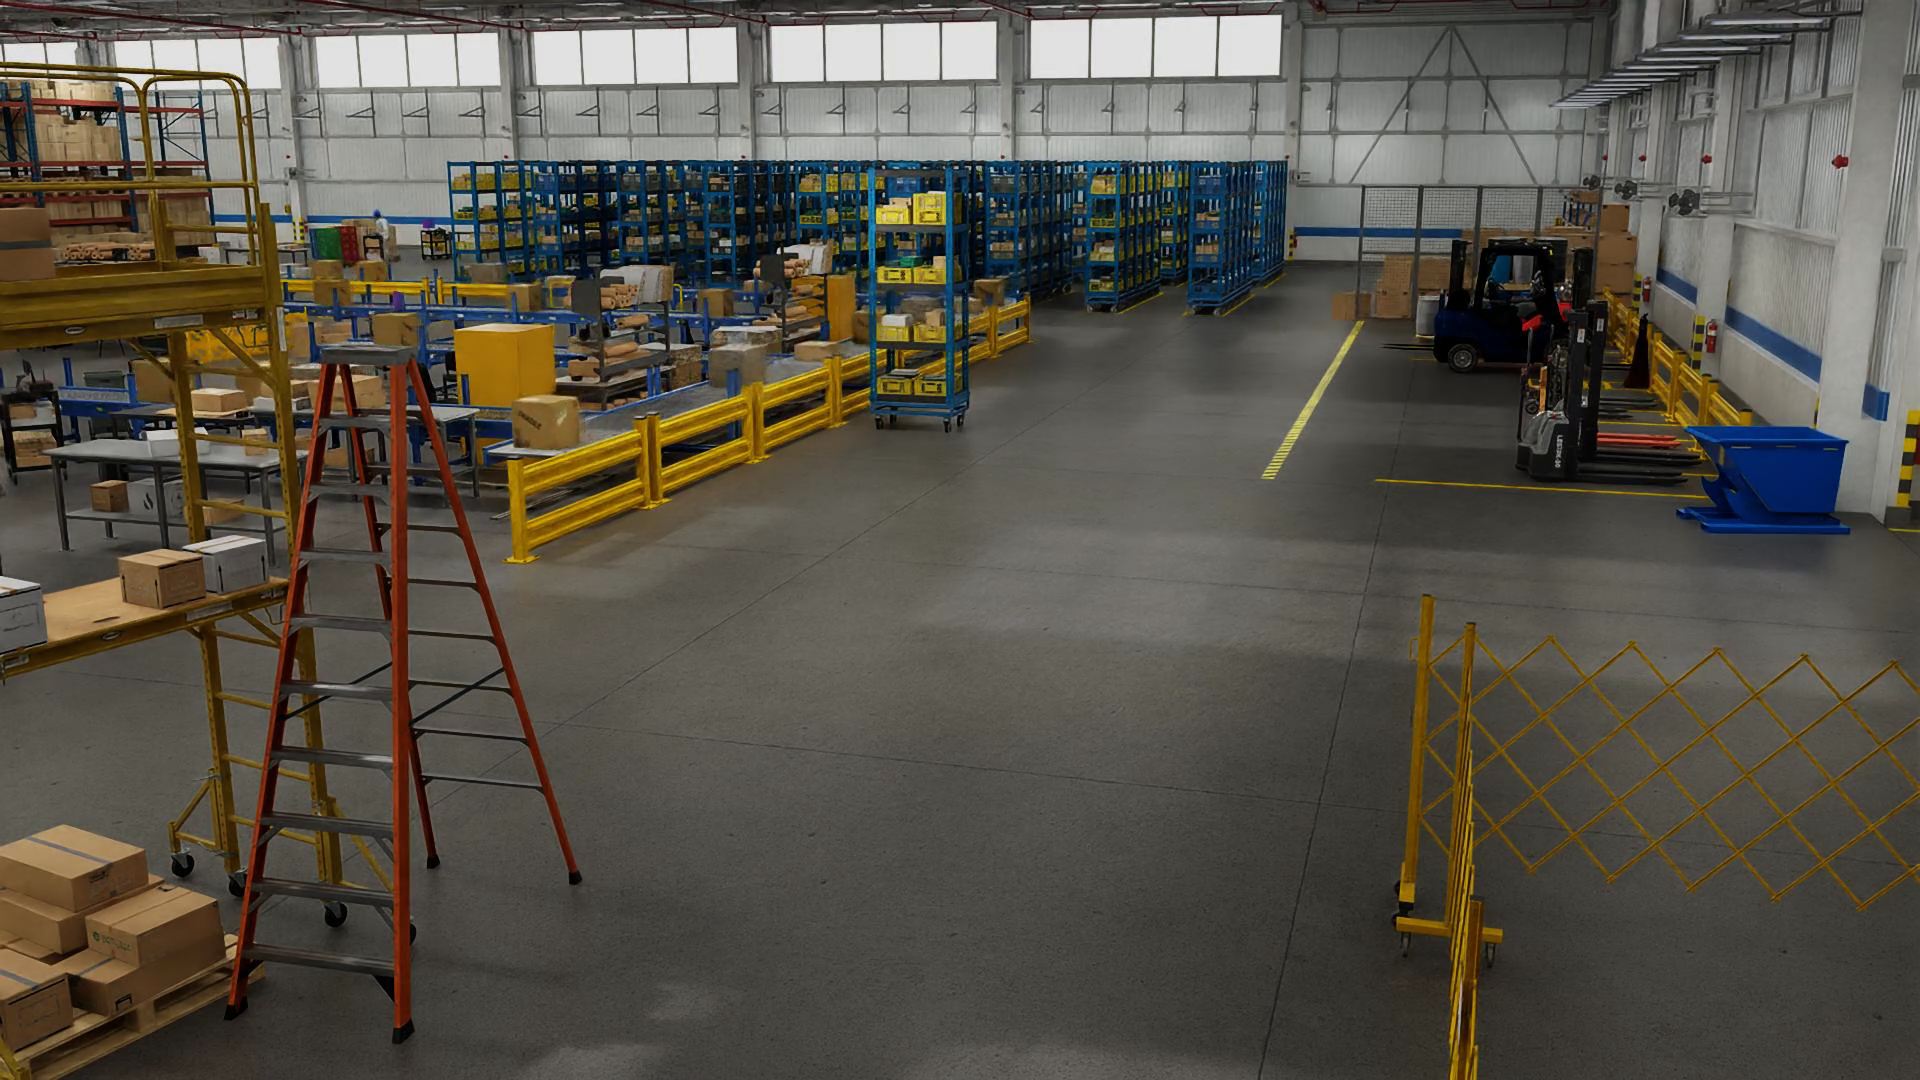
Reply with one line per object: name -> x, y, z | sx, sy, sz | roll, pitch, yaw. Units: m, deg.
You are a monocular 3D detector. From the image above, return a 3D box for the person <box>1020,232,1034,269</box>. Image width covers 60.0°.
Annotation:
person -> 2.010, -8.433, 48.994 | 0.459, 1.827, 0.609 | 4, 14, 17

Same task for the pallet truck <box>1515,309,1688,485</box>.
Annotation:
pallet truck -> 7.554, -1.677, 19.446 | 1.885, 1.965, 0.823 | 3, 13, 14

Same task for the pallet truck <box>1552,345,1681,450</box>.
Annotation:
pallet truck -> 8.641, -1.896, 21.908 | 1.630, 1.274, 0.653 | 4, 14, 16

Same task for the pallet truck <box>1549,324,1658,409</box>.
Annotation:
pallet truck -> 9.824, -2.669, 25.407 | 1.601, 1.201, 0.680 | 4, 14, 16

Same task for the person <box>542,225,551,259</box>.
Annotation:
person -> -12.468, -8.826, 50.334 | 0.402, 1.990, 0.622 | -1, 13, -4

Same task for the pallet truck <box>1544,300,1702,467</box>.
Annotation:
pallet truck -> 8.263, -1.952, 20.631 | 1.885, 1.965, 0.823 | 5, 14, 20

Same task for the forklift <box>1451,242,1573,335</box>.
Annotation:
forklift -> 10.464, -4.597, 31.405 | 2.680, 1.987, 1.157 | 4, 14, 16

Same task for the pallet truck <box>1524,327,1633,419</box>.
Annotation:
pallet truck -> 9.065, -2.460, 24.370 | 1.522, 1.261, 0.704 | 3, 13, 14

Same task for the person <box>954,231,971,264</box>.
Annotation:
person -> 0.089, -8.828, 50.692 | 0.590, 1.833, 0.404 | 2, 13, 10

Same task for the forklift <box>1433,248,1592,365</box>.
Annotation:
forklift -> 9.780, -4.111, 29.280 | 2.680, 1.987, 1.157 | 3, 13, 14

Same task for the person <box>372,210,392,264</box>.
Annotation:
person -> -20.074, -10.483, 57.687 | 0.471, 1.904, 0.654 | 3, 13, 14
